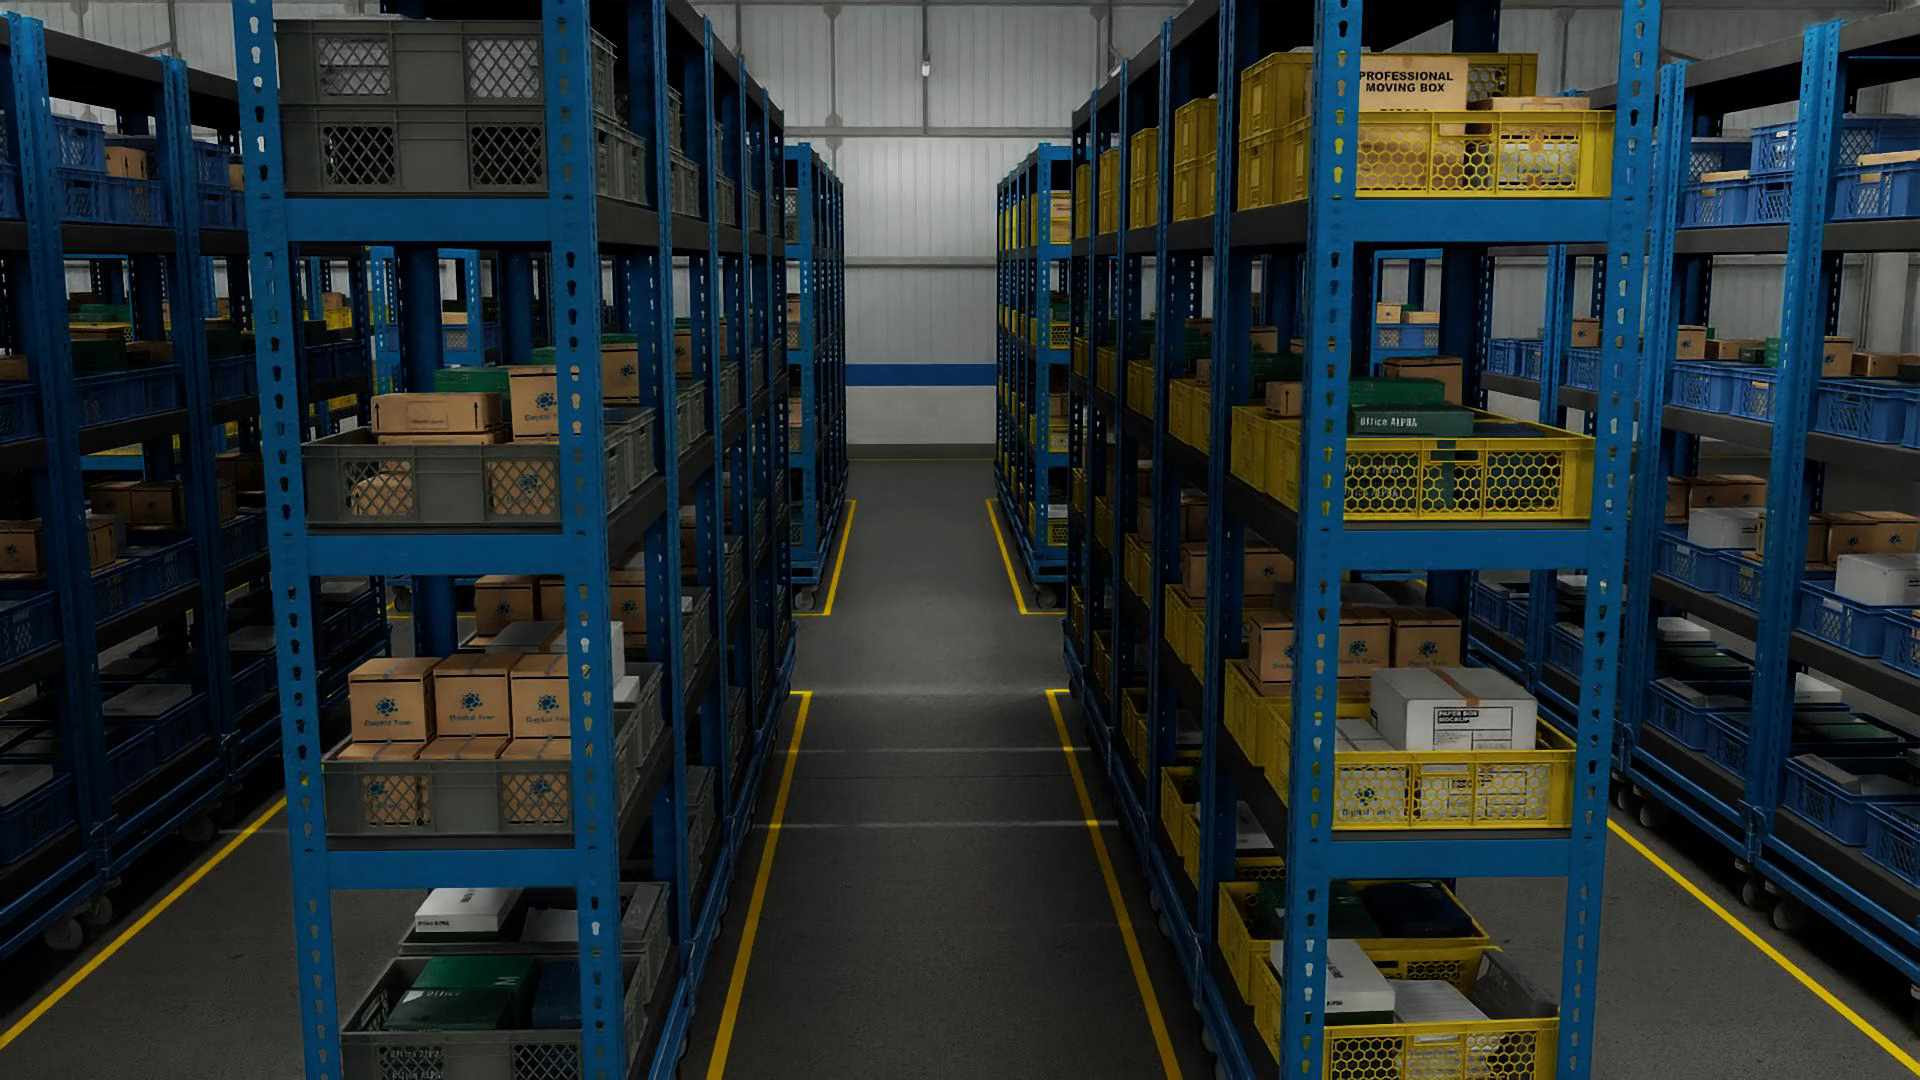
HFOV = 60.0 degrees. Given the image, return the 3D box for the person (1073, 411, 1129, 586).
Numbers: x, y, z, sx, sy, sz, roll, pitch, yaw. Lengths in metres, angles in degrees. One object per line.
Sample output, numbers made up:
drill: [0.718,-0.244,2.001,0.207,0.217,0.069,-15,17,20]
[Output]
person: [0.999,-0.061,11.168,0.570,1.840,0.373,6,11,33]
